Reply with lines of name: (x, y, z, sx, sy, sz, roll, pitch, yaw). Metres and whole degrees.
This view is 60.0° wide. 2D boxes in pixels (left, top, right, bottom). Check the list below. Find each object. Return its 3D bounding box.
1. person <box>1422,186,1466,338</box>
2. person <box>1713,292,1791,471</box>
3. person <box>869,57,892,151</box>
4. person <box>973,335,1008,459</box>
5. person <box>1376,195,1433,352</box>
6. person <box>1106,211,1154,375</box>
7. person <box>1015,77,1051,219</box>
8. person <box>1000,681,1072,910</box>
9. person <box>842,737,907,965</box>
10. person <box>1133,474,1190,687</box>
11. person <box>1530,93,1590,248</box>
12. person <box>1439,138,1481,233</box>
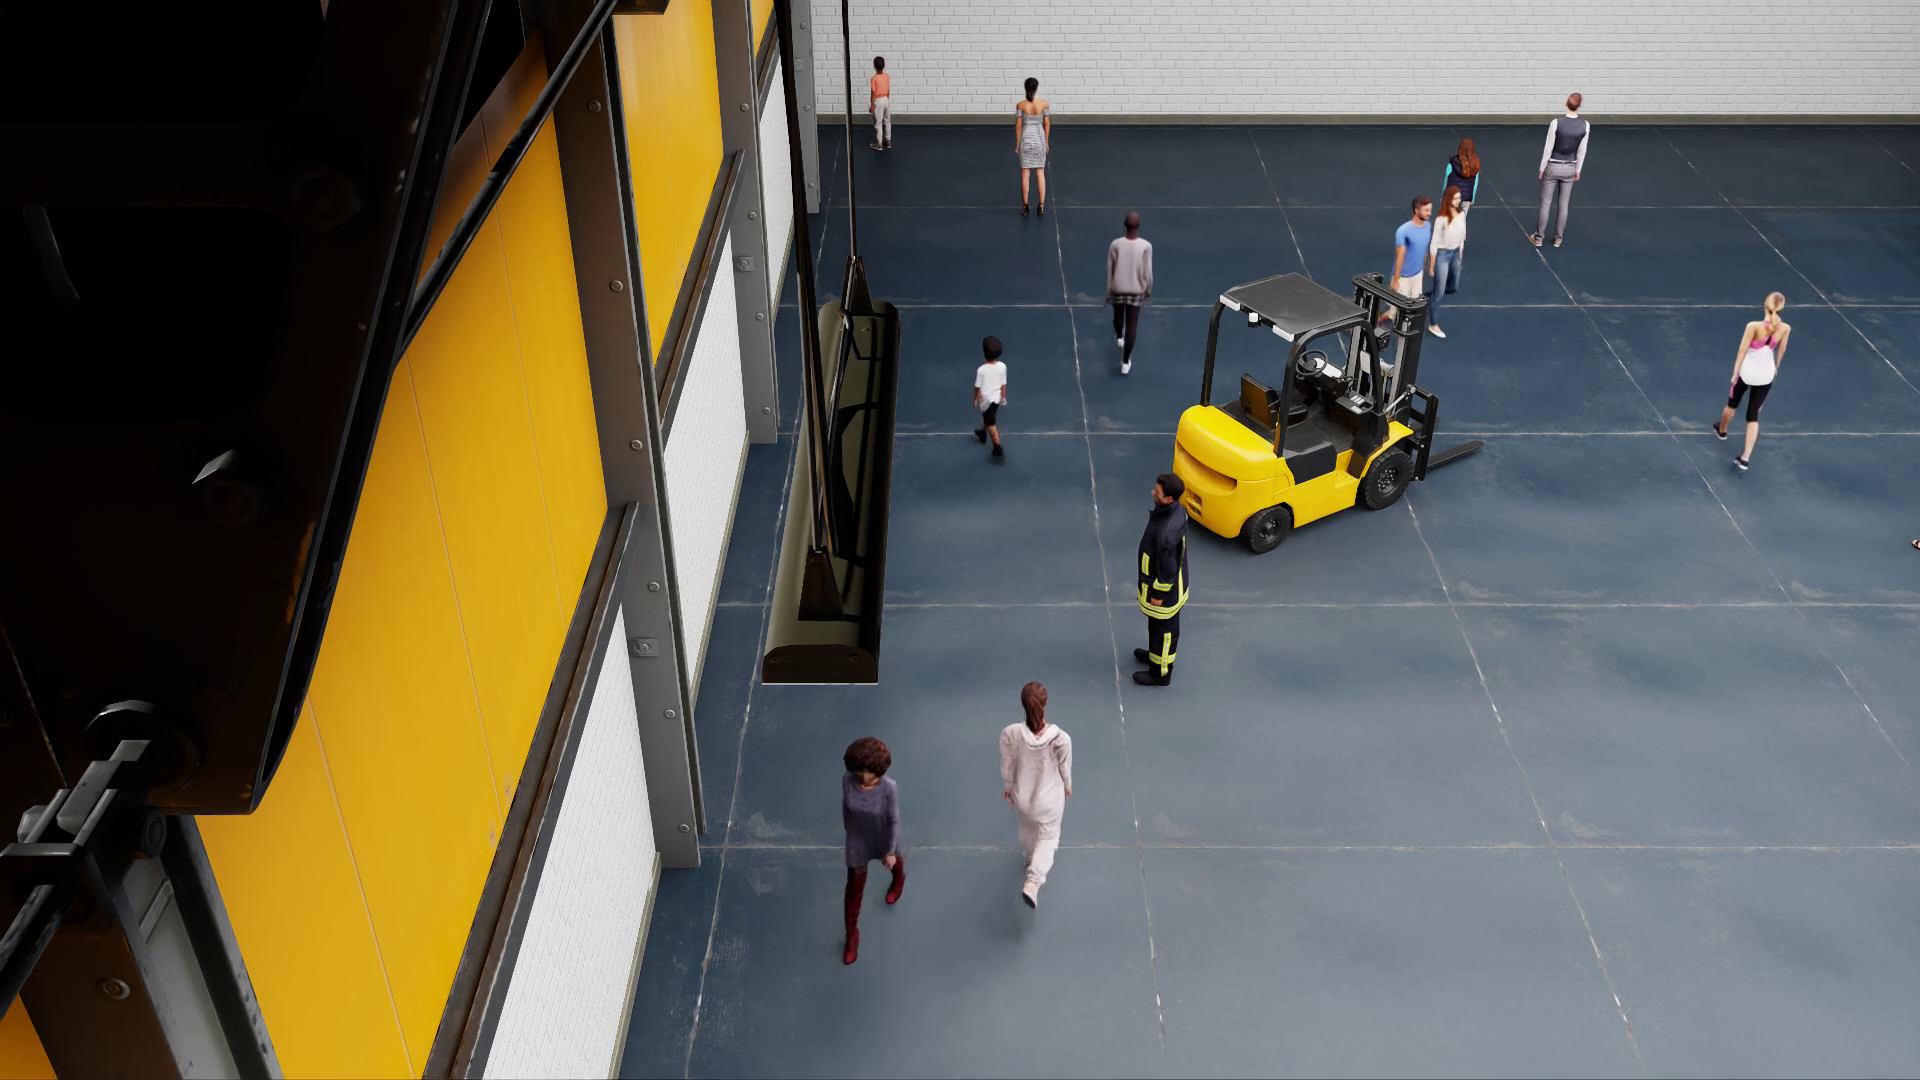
person: (5.373, -3.156, 18.592, 0.818, 1.719, 0.943, -17, 37, -24)
person: (7.710, -1.508, 16.094, 0.701, 1.740, 1.178, 3, 34, 4)
person: (-1.116, -6.182, 23.513, 0.570, 1.311, 0.617, -24, 40, -31)
person: (0.318, -1.392, 16.367, 0.749, 1.245, 0.930, -17, 37, -24)
person: (4.800, -2.897, 18.086, 0.870, 1.848, 0.964, -19, 38, -26)
person: (1.789, -2.609, 17.754, 0.771, 1.736, 1.147, 5, 34, 7)
person: (0.929, -5.026, 21.312, 0.593, 1.822, 0.523, -2, 34, -3)
person: (0.503, 1.754, 11.254, 0.797, 1.665, 1.019, 9, 35, 14)
person: (-0.538, 1.920, 11.002, 0.788, 1.667, 1.136, 11, 35, 16)
person: (1.625, 0.296, 13.211, 0.871, 1.926, 0.643, 4, 34, 7)
person: (7.413, -4.578, 20.534, 0.690, 1.938, 0.592, 4, 34, 6)
person: (6.091, -4.191, 20.347, 0.578, 1.499, 0.577, 1, 34, 2)
